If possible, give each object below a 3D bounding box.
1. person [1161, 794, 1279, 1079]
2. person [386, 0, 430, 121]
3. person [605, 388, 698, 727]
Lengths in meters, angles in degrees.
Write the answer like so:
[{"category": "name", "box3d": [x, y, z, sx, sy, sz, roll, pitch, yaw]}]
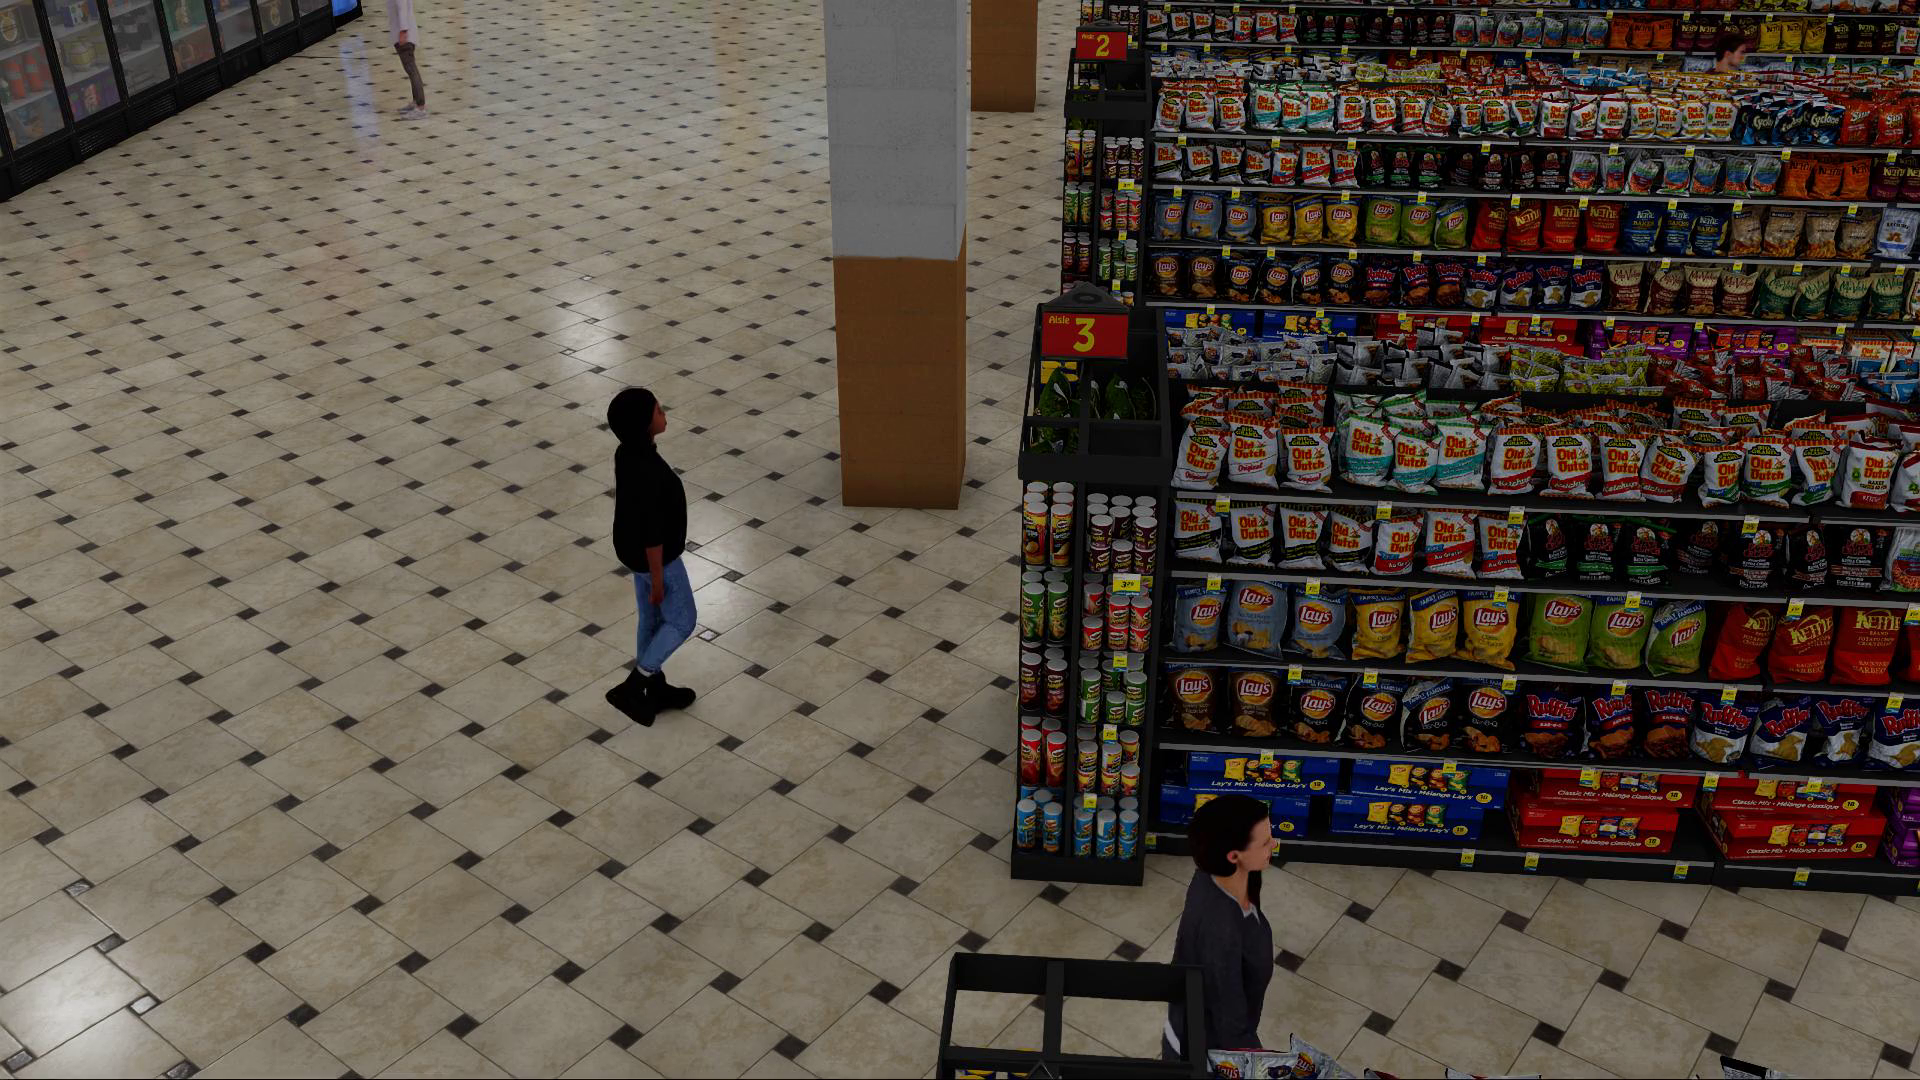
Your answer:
[{"category": "person", "box3d": [0.665, 1.509, 5.029, 0.942, 1.736, 0.657, 5, 29, 9]}, {"category": "person", "box3d": [-5.880, -5.399, 17.574, 0.720, 1.840, 0.744, -10, 30, -17]}, {"category": "person", "box3d": [-1.494, 0.123, 7.621, 0.832, 1.685, 0.755, -17, 33, -28]}]
